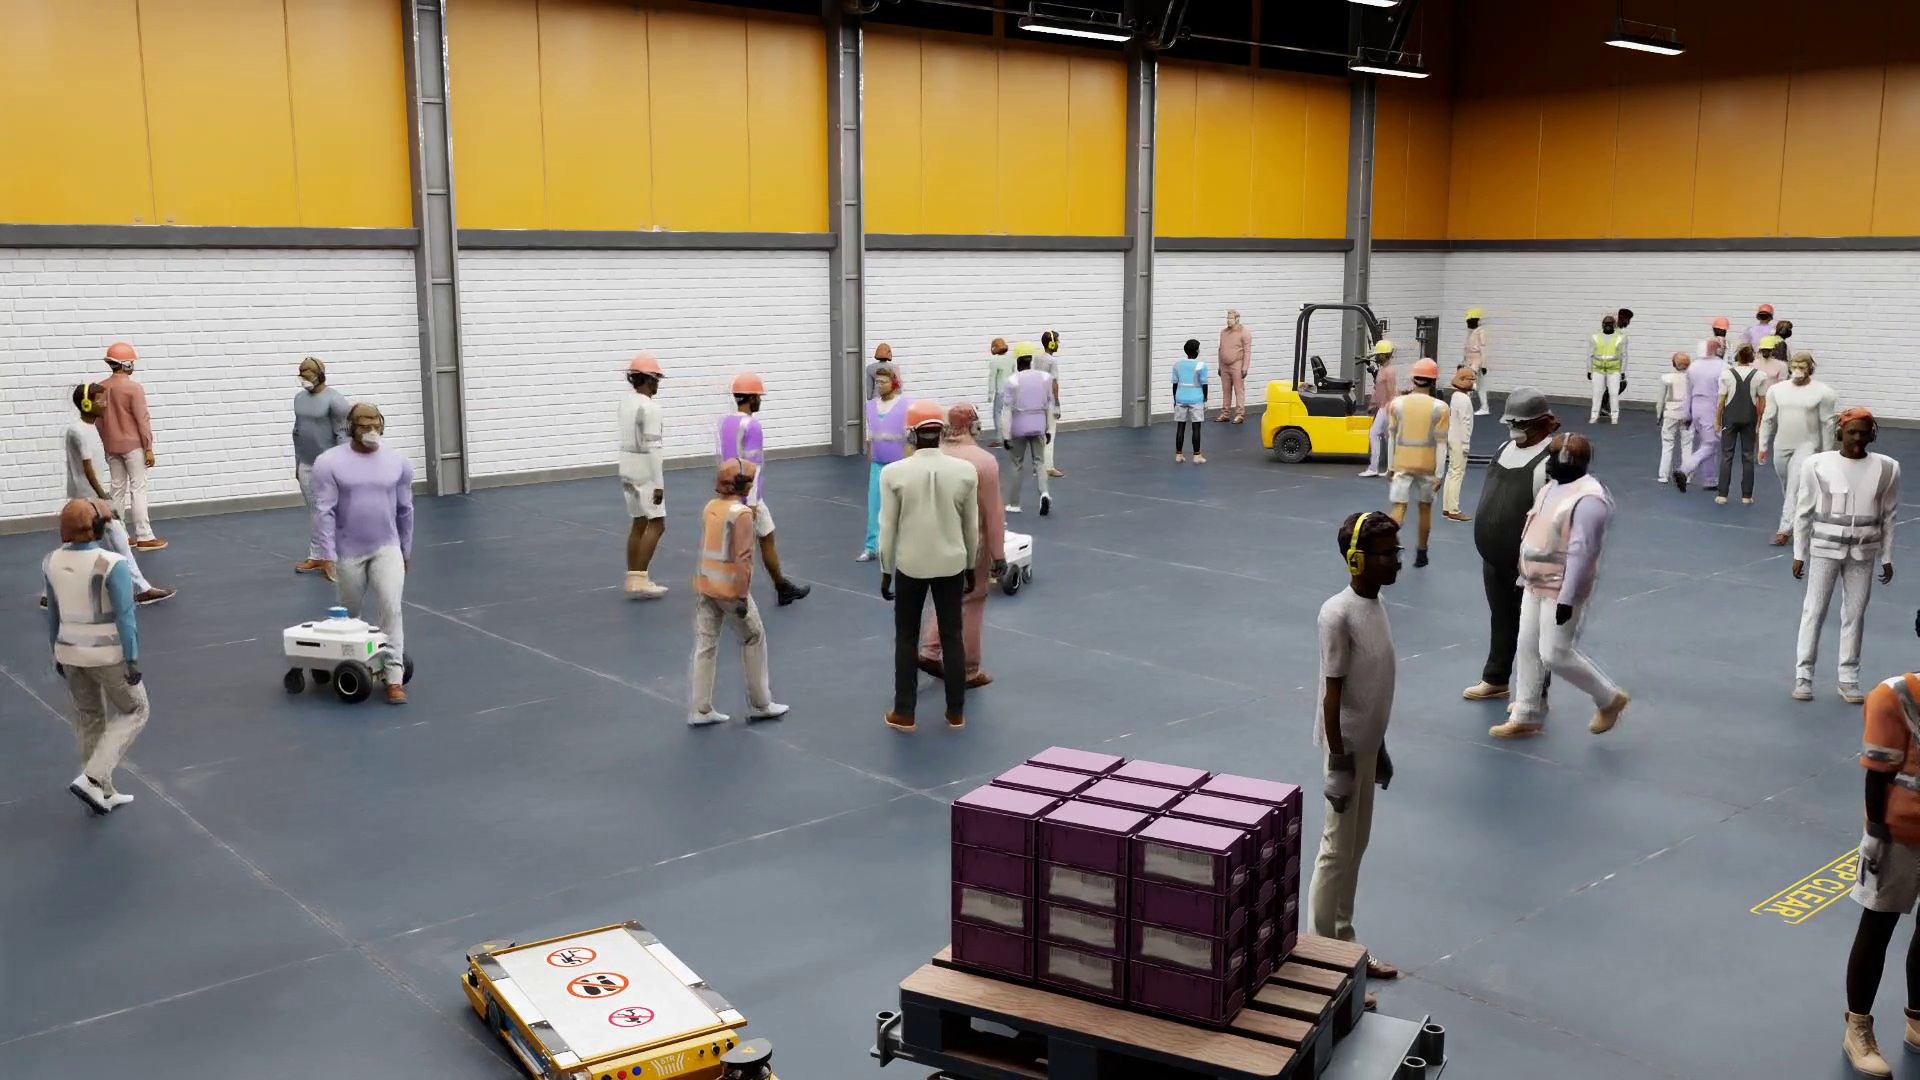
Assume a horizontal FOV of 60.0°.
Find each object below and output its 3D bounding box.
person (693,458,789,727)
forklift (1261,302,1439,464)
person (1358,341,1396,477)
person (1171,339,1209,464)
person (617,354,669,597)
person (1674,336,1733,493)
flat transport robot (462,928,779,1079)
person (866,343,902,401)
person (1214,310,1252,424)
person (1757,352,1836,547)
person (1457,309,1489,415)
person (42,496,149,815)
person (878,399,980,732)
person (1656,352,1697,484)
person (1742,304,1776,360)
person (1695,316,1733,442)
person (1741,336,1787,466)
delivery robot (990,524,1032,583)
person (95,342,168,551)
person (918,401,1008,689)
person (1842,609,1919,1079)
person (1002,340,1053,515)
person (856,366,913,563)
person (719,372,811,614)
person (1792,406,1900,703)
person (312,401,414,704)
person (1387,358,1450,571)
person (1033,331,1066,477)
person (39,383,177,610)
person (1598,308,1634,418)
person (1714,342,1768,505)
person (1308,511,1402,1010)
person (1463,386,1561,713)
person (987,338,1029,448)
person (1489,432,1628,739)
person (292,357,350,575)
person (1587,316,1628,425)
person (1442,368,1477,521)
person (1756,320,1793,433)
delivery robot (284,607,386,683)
[{"bbox_3d":[-1.331,0.310,9.996,0.693,1.605,0.538,-8,13,-41],"label":"person"},{"bbox_3d":[5.320,-2.157,22.763,2.313,2.155,1.214,3,10,16],"label":"forklift"},{"bbox_3d":[5.328,-1.657,21.172,0.702,1.744,0.546,1,10,5],"label":"person"},{"bbox_3d":[3.127,-1.880,22.585,0.538,1.698,0.319,6,11,32],"label":"person"},{"bbox_3d":[-2.639,-0.533,13.842,0.549,2.007,0.659,-8,12,-39],"label":"person"},{"bbox_3d":[8.881,-1.489,19.785,0.867,1.880,0.647,-3,10,-17],"label":"person"},{"bbox_3d":[-1.237,1.689,5.871,0.652,0.197,1.431,-6,11,-32],"label":"flat transport robot"},{"bbox_3d":[-1.034,-1.867,22.709,0.497,1.633,0.283,2,10,12],"label":"person"},{"bbox_3d":[4.588,-2.912,28.026,0.400,1.910,0.643,-8,13,-39],"label":"person"},{"bbox_3d":[8.255,-0.916,16.422,0.644,1.889,1.052,9,14,44],"label":"person"},{"bbox_3d":[8.975,-3.125,29.334,0.946,1.880,0.614,-1,10,-4],"label":"person"},{"bbox_3d":[-4.332,0.593,8.308,0.536,1.622,0.406,3,10,16],"label":"person"},{"bbox_3d":[-0.189,0.150,9.921,0.618,1.979,0.420,-2,10,-12],"label":"person"},{"bbox_3d":[8.878,-1.498,20.553,0.519,1.636,0.314,3,10,15],"label":"person"},{"bbox_3d":[13.235,-2.880,27.476,0.624,2.041,0.421,7,12,35],"label":"person"},{"bbox_3d":[11.467,-2.461,25.377,0.549,1.916,0.745,-2,10,-11],"label":"person"},{"bbox_3d":[10.773,-1.846,22.284,0.535,1.741,0.718,5,11,28],"label":"person"},{"bbox_3d":[0.337,0.098,14.079,0.477,0.478,0.707,5,11,25],"label":"delivery robot"},{"bbox_3d":[-7.965,-0.888,15.914,0.611,1.996,0.379,3,10,19],"label":"person"},{"bbox_3d":[0.024,0.040,10.835,0.650,1.893,0.418,8,13,40],"label":"person"},{"bbox_3d":[3.315,1.007,5.694,0.535,1.697,0.322,-1,10,-8],"label":"person"},{"bbox_3d":[0.738,-1.211,18.065,0.622,1.907,0.708,-3,10,-18],"label":"person"},{"bbox_3d":[-0.634,-0.726,15.524,0.574,1.817,0.892,6,11,32],"label":"person"},{"bbox_3d":[-1.626,-0.379,13.219,0.948,1.891,0.569,-8,13,-39],"label":"person"},{"bbox_3d":[5.575,0.092,10.501,0.584,1.883,0.337,3,10,15],"label":"person"},{"bbox_3d":[-3.814,0.050,10.685,0.628,1.911,0.951,-5,11,-28],"label":"person"},{"bbox_3d":[4.065,-0.664,14.837,0.549,1.917,0.808,4,11,24],"label":"person"},{"bbox_3d":[1.130,-1.736,21.253,0.311,1.869,0.532,-5,11,-29],"label":"person"},{"bbox_3d":[-6.883,-0.335,13.220,0.994,1.813,0.515,-2,10,-11],"label":"person"},{"bbox_3d":[11.337,-3.051,28.786,0.536,1.922,0.671,4,11,24],"label":"person"},{"bbox_3d":[8.832,-1.312,18.839,0.513,1.845,0.335,4,10,20],"label":"person"},{"bbox_3d":[1.521,0.812,6.325,0.328,1.873,0.521,6,11,31],"label":"person"},{"bbox_3d":[3.445,0.050,10.290,0.536,2.000,0.674,-4,11,-23],"label":"person"},{"bbox_3d":[0.703,-2.161,24.468,0.676,1.616,0.454,-9,13,-42],"label":"person"},{"bbox_3d":[3.473,0.283,9.610,0.677,1.808,0.651,-1,10,-4],"label":"person"},{"bbox_3d":[-5.663,-0.655,14.734,0.628,1.935,0.373,5,11,27],"label":"person"},{"bbox_3d":[10.829,-2.840,27.870,0.634,1.829,0.432,5,11,28],"label":"person"},{"bbox_3d":[5.354,-1.023,17.767,0.278,1.631,0.507,1,10,3],"label":"person"},{"bbox_3d":[13.023,-2.568,26.351,0.976,1.789,0.635,4,10,22],"label":"person"},{"bbox_3d":[-3.987,0.672,10.720,0.707,0.478,0.477,3,10,18],"label":"delivery robot"}]
